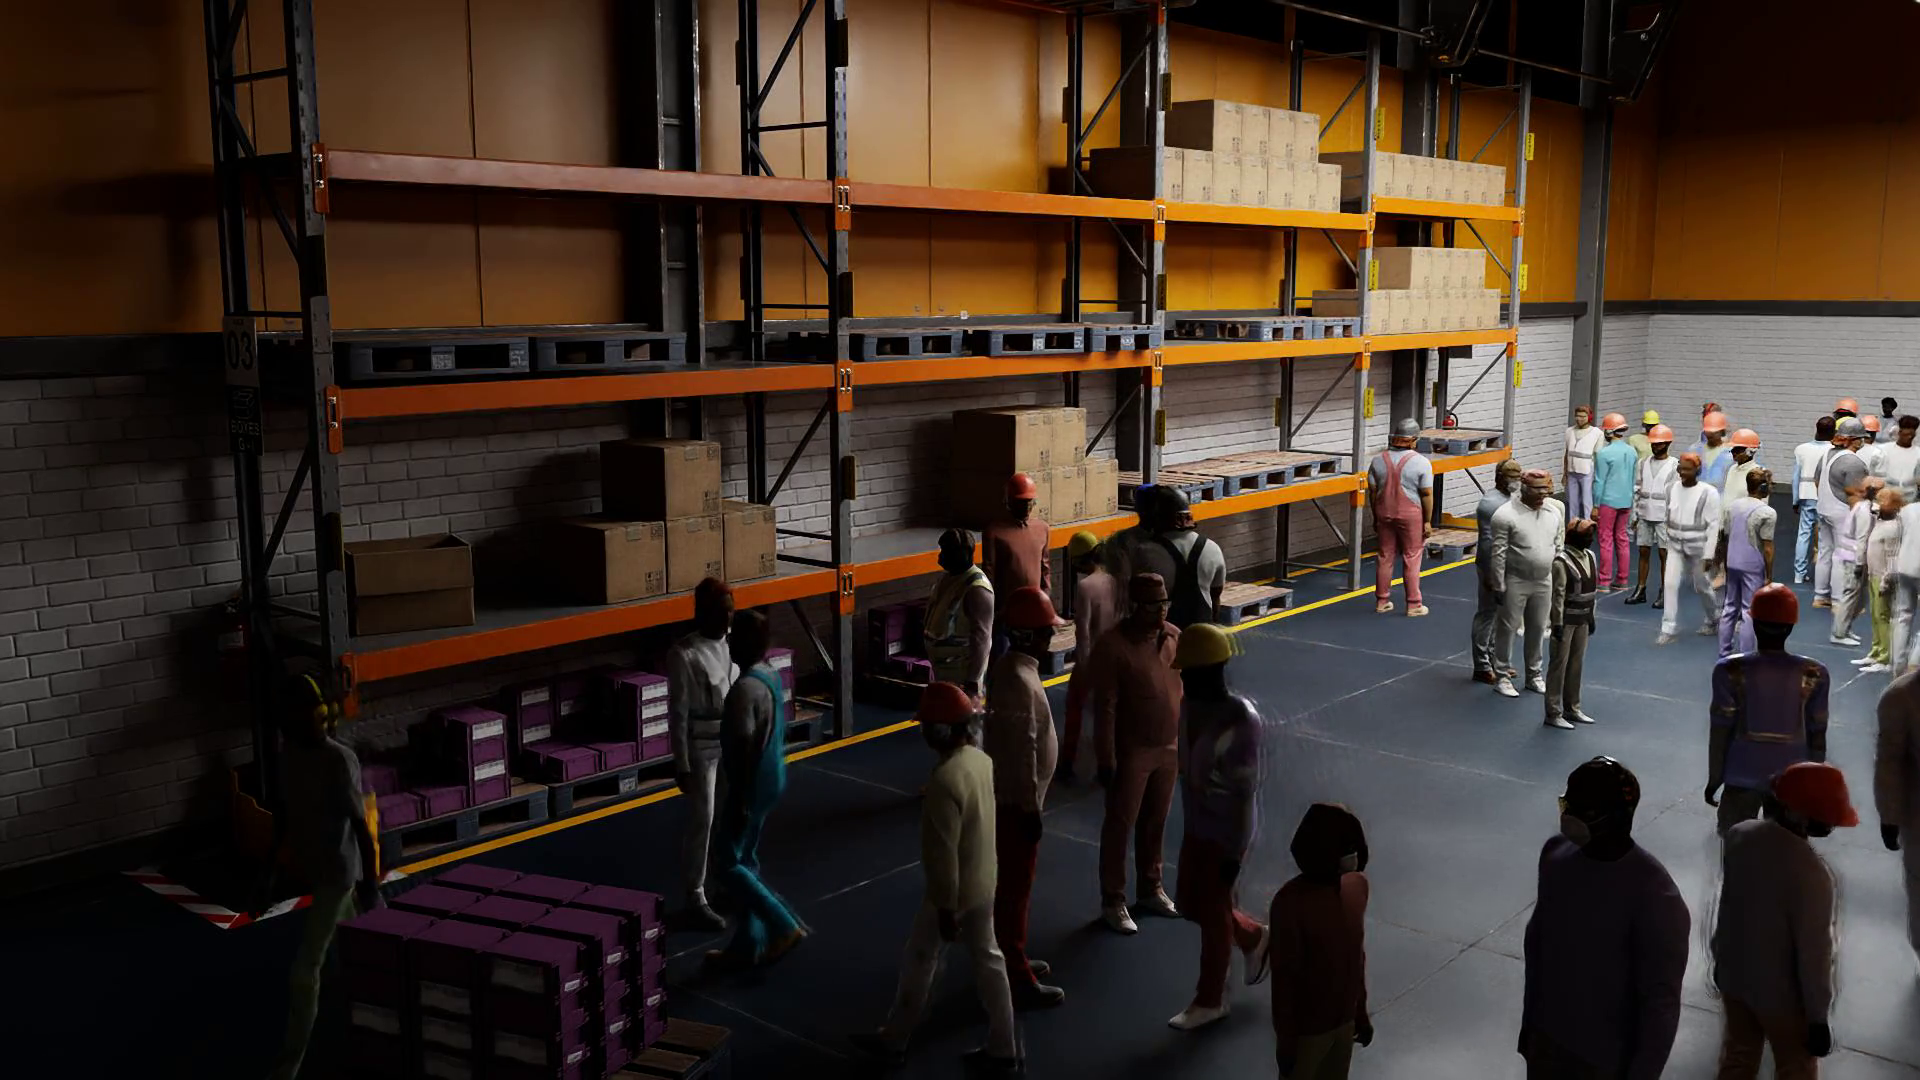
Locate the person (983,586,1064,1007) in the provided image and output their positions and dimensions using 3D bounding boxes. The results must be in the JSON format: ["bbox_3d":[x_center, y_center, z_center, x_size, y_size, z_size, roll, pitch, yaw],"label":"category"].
[{"bbox_3d":[0.300,1.205,7.948,0.382,1.996,0.608,-1,9,-6],"label":"person"}]

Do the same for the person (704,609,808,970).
[{"bbox_3d":[-1.019,1.254,8.255,0.496,1.812,0.568,1,9,8],"label":"person"}]

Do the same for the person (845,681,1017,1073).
[{"bbox_3d":[-0.109,1.456,7.216,0.820,1.712,0.602,4,10,23],"label":"person"}]

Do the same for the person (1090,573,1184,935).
[{"bbox_3d":[0.987,1.112,8.837,0.651,1.906,0.403,-7,11,-39],"label":"person"}]

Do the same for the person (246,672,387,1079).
[{"bbox_3d":[-2.694,1.439,7.033,0.517,1.821,0.963,8,12,43],"label":"person"}]

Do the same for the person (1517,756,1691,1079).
[{"bbox_3d":[2.024,1.637,5.350,0.372,1.940,0.631,-3,9,-20],"label":"person"}]

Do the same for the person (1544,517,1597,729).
[{"bbox_3d":[4.713,0.633,12.809,0.516,1.632,0.314,-7,11,-38],"label":"person"}]

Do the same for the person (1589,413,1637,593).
[{"bbox_3d":[7.214,-0.409,18.419,0.607,1.987,0.410,-5,10,-31],"label":"person"}]

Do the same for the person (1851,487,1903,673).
[{"bbox_3d":[8.085,0.350,14.618,0.274,1.636,0.507,3,9,17],"label":"person"}]

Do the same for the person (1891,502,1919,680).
[{"bbox_3d":[8.228,0.318,14.224,0.399,1.824,0.554,-4,10,-25],"label":"person"}]

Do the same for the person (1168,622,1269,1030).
[{"bbox_3d":[1.225,1.300,7.658,0.607,1.901,0.588,-4,10,-26],"label":"person"}]

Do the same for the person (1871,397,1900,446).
[{"bbox_3d":[14.061,-1.328,25.274,0.320,1.695,0.534,-6,11,-35],"label":"person"}]

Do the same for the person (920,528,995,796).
[{"bbox_3d":[-0.023,0.834,10.840,0.429,1.844,0.627,-4,10,-25],"label":"person"}]

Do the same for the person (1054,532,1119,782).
[{"bbox_3d":[0.871,0.803,11.408,0.778,1.709,0.541,8,12,40],"label":"person"}]

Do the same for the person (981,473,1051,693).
[{"bbox_3d":[0.436,0.485,12.596,0.609,1.996,0.383,-5,10,-30],"label":"person"}]

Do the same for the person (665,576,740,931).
[{"bbox_3d":[-1.316,1.121,8.883,0.358,1.879,0.592,6,11,36],"label":"person"}]

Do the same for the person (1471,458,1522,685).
[{"bbox_3d":[4.617,0.258,14.261,0.371,1.935,0.627,7,11,37],"label":"person"}]

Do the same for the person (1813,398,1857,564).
[{"bbox_3d":[10.620,-0.692,20.090,0.609,2.032,0.410,7,11,36],"label":"person"}]

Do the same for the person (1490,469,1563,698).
[{"bbox_3d":[4.697,0.354,13.758,0.644,1.900,0.399,-2,9,-15],"label":"person"}]

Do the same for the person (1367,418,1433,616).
[{"bbox_3d":[4.582,-0.245,17.160,0.688,2.000,0.536,8,12,41],"label":"person"}]

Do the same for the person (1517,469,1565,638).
[{"bbox_3d":[5.571,0.131,16.031,0.500,1.636,0.280,6,11,33],"label":"person"}]

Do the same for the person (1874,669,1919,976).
[{"bbox_3d":[4.629,1.302,7.749,0.660,1.860,0.911,3,9,18],"label":"person"}]

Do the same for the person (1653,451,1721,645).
[{"bbox_3d":[7.002,0.061,15.848,0.930,1.846,0.588,-6,11,-36],"label":"person"}]

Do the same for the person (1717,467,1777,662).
[{"bbox_3d":[6.855,0.279,14.458,0.342,1.839,0.501,-3,9,-21],"label":"person"}]

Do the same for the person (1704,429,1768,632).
[{"bbox_3d":[7.667,-0.099,16.356,0.378,1.996,0.610,-1,9,-7],"label":"person"}]

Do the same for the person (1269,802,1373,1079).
[{"bbox_3d":[1.272,1.712,5.846,0.497,1.633,0.284,-8,12,-41],"label":"person"}]

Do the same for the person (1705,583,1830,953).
[{"bbox_3d":[4.018,1.175,8.323,0.542,1.939,0.364,3,9,17],"label":"person"}]

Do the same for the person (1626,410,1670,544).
[{"bbox_3d":[9.000,-0.820,21.787,0.525,1.761,0.348,3,9,18],"label":"person"}]

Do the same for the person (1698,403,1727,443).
[{"bbox_3d":[9.862,-0.876,21.853,0.386,1.845,0.567,9,12,44],"label":"person"}]

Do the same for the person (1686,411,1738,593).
[{"bbox_3d":[8.215,-0.404,18.231,0.618,2.021,0.431,9,12,44],"label":"person"}]

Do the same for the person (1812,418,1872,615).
[{"bbox_3d":[9.187,-0.256,17.230,0.537,2.000,0.689,0,9,-1],"label":"person"}]

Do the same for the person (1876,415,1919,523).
[{"bbox_3d":[10.588,-0.441,18.773,0.638,1.924,0.728,2,9,14],"label":"person"}]

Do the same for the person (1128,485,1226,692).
[{"bbox_3d":[1.465,0.621,11.570,0.681,2.000,0.535,-3,9,-16],"label":"person"}]

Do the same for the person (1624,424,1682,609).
[{"bbox_3d":[7.327,-0.249,17.515,0.354,1.939,0.544,-7,12,-40],"label":"person"}]

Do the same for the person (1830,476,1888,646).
[{"bbox_3d":[8.466,0.200,15.667,0.385,1.612,0.523,4,10,26],"label":"person"}]

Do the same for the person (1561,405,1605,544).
[{"bbox_3d":[8.121,-0.844,21.689,0.394,1.836,0.561,-5,10,-31],"label":"person"}]

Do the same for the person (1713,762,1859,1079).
[{"bbox_3d":[2.984,1.628,6.113,0.330,1.722,0.624,-2,9,-10],"label":"person"}]

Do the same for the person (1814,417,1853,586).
[{"bbox_3d":[9.919,-0.435,18.796,0.413,1.918,0.586,4,10,24],"label":"person"}]

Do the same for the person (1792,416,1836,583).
[{"bbox_3d":[9.712,-0.441,18.812,0.378,1.917,0.598,-7,11,-36],"label":"person"}]
